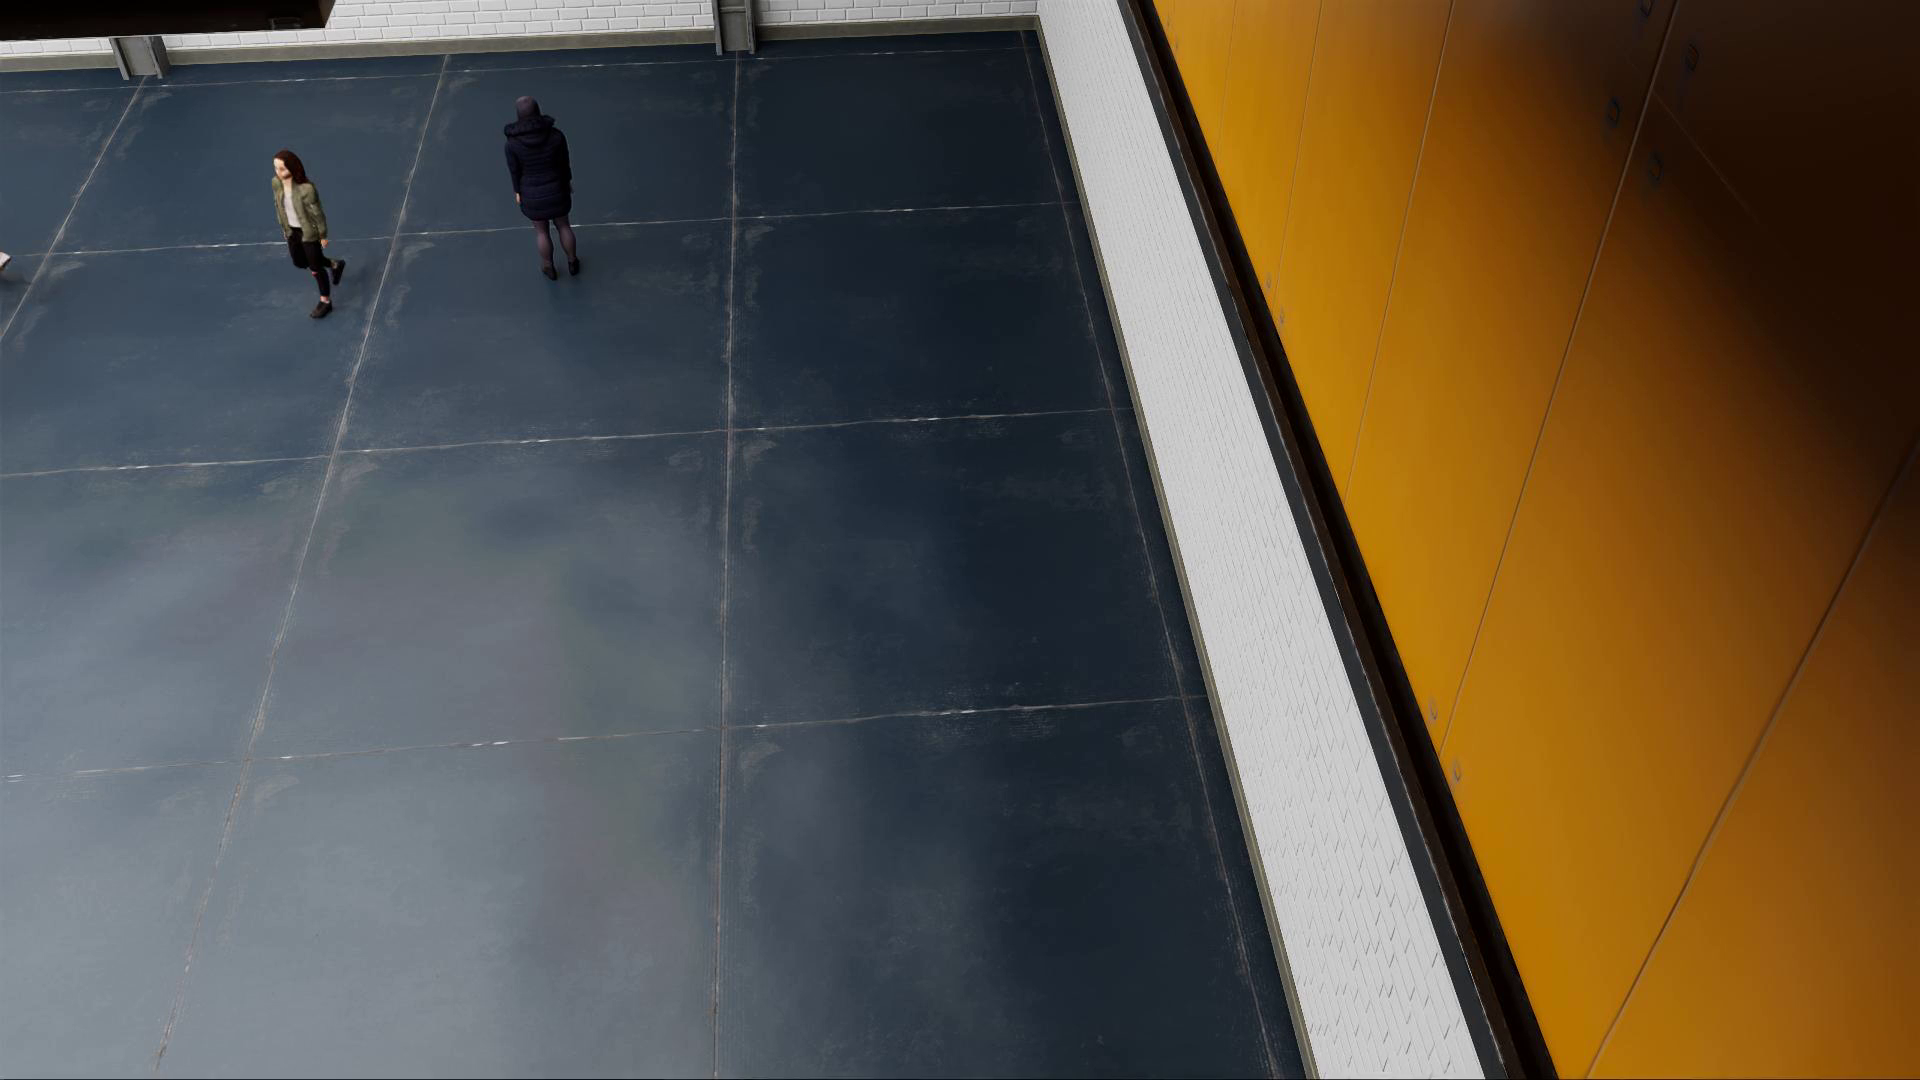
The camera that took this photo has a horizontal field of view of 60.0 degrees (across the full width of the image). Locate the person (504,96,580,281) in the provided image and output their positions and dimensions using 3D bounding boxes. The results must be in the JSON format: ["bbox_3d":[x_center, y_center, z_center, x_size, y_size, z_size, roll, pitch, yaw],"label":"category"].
[{"bbox_3d":[-3.469,-2.927,13.841,0.685,1.675,0.809,-16,46,-16],"label":"person"}]

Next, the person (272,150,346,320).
[{"bbox_3d":[-5.316,-2.552,13.597,0.847,1.469,0.860,18,47,18],"label":"person"}]
